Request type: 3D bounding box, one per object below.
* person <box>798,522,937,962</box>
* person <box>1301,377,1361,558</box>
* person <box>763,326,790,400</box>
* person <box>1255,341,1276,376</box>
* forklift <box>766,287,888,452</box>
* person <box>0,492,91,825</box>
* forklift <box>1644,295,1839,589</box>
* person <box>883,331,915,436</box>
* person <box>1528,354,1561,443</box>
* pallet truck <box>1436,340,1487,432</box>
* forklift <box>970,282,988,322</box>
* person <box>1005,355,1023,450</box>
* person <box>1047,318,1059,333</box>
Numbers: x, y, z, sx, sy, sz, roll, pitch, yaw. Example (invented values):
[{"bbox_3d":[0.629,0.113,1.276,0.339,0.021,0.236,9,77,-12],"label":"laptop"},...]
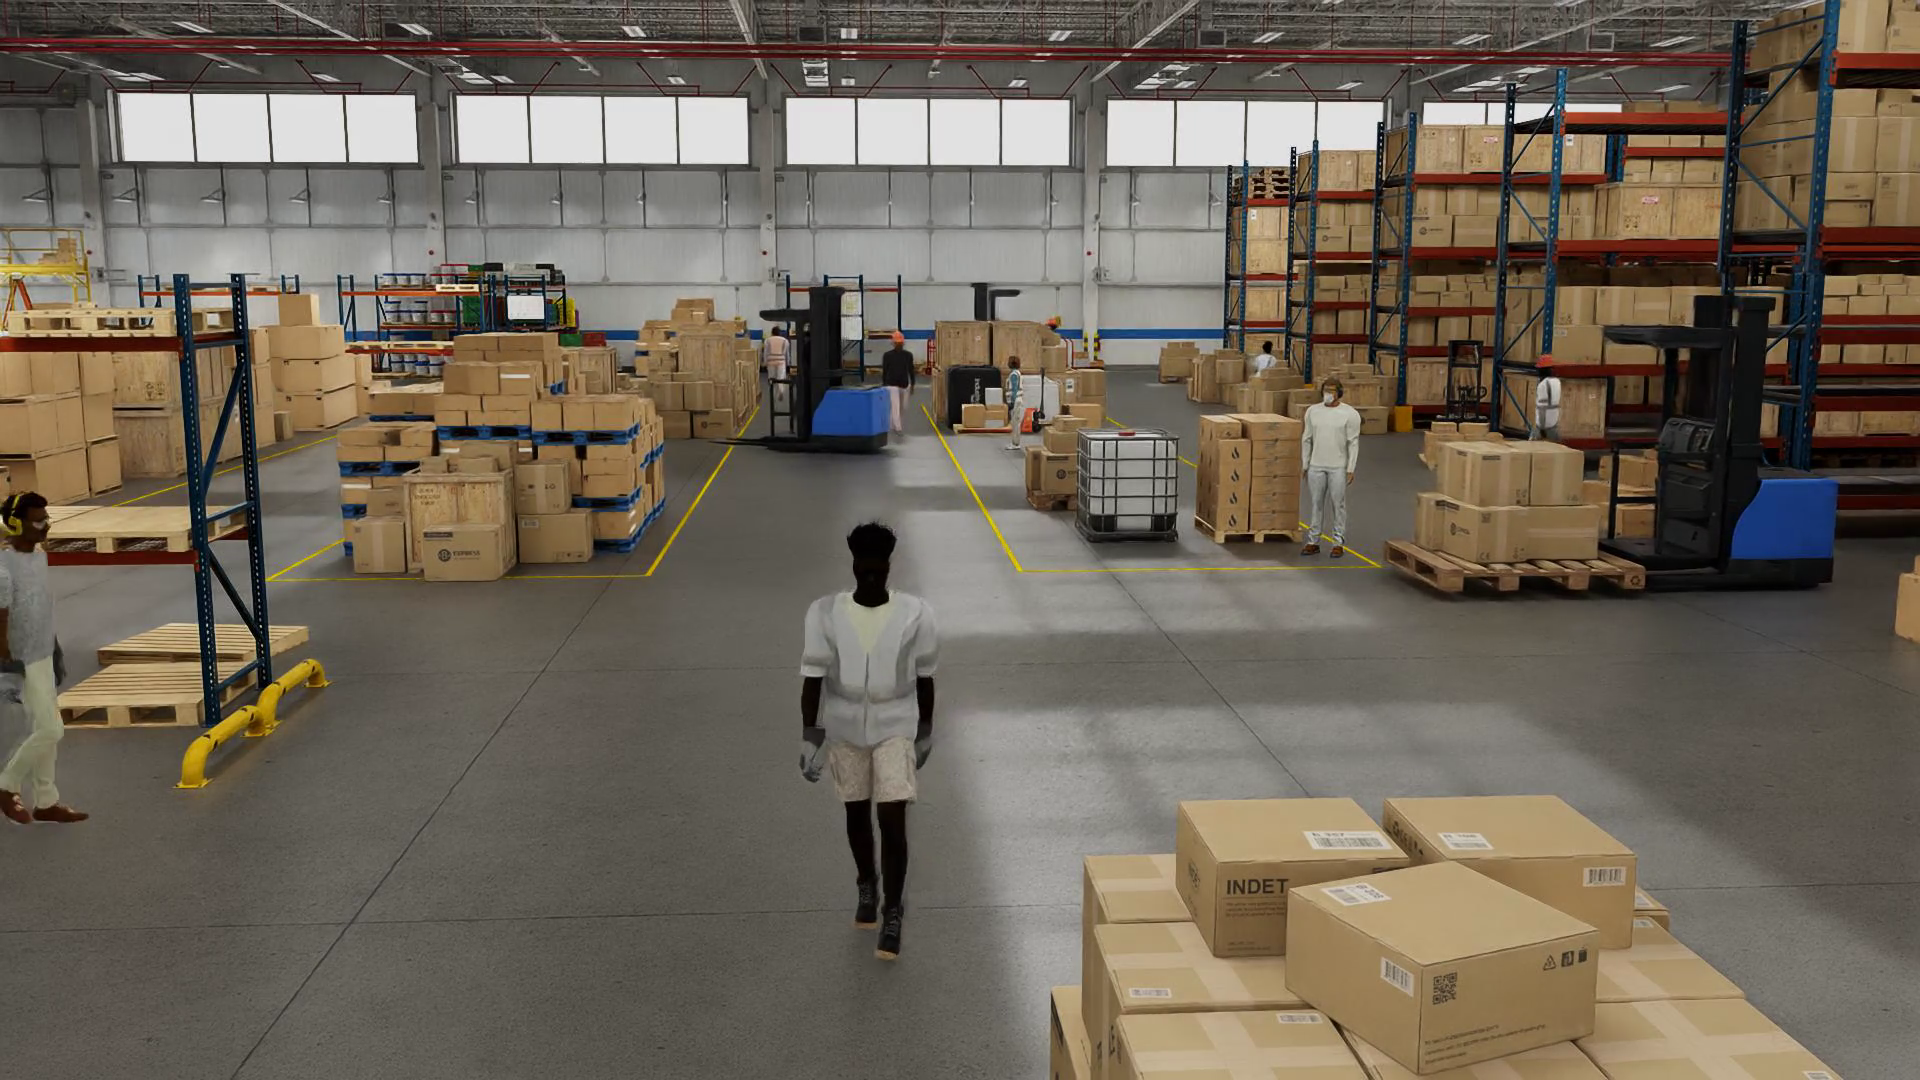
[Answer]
[{"bbox_3d":[-0.420,0.889,7.420,0.602,1.922,0.894,1,9,4],"label":"person"},{"bbox_3d":[3.967,-0.782,17.888,0.631,1.940,0.372,6,11,32],"label":"person"},{"bbox_3d":[-4.399,-4.234,39.963,0.631,1.818,0.778,-1,9,-8],"label":"person"},{"bbox_3d":[6.400,-3.353,34.951,0.533,1.648,0.885,9,13,44],"label":"person"},{"bbox_3d":[-2.274,-2.953,28.574,1.873,2.768,1.129,2,9,14],"label":"forklift"},{"bbox_3d":[-5.039,0.662,9.063,0.407,1.859,0.534,-1,9,-4],"label":"person"},{"bbox_3d":[7.460,-0.987,16.227,1.873,2.768,1.129,-1,9,-4],"label":"forklift"},{"bbox_3d":[-1.176,-2.963,31.488,0.621,1.973,0.783,-3,9,-17],"label":"person"},{"bbox_3d":[8.463,-1.707,23.807,0.555,1.912,0.823,-8,12,-41],"label":"person"},{"bbox_3d":[8.004,-2.170,26.422,0.823,1.965,1.885,2,9,14],"label":"pallet truck"},{"bbox_3d":[0.536,-5.575,45.035,1.873,2.768,1.129,-1,9,-4],"label":"forklift"},{"bbox_3d":[0.941,-2.392,28.922,0.308,1.645,0.514,1,9,3],"label":"person"},{"bbox_3d":[2.307,-4.888,43.767,0.832,1.912,0.559,-1,9,-7],"label":"person"}]
